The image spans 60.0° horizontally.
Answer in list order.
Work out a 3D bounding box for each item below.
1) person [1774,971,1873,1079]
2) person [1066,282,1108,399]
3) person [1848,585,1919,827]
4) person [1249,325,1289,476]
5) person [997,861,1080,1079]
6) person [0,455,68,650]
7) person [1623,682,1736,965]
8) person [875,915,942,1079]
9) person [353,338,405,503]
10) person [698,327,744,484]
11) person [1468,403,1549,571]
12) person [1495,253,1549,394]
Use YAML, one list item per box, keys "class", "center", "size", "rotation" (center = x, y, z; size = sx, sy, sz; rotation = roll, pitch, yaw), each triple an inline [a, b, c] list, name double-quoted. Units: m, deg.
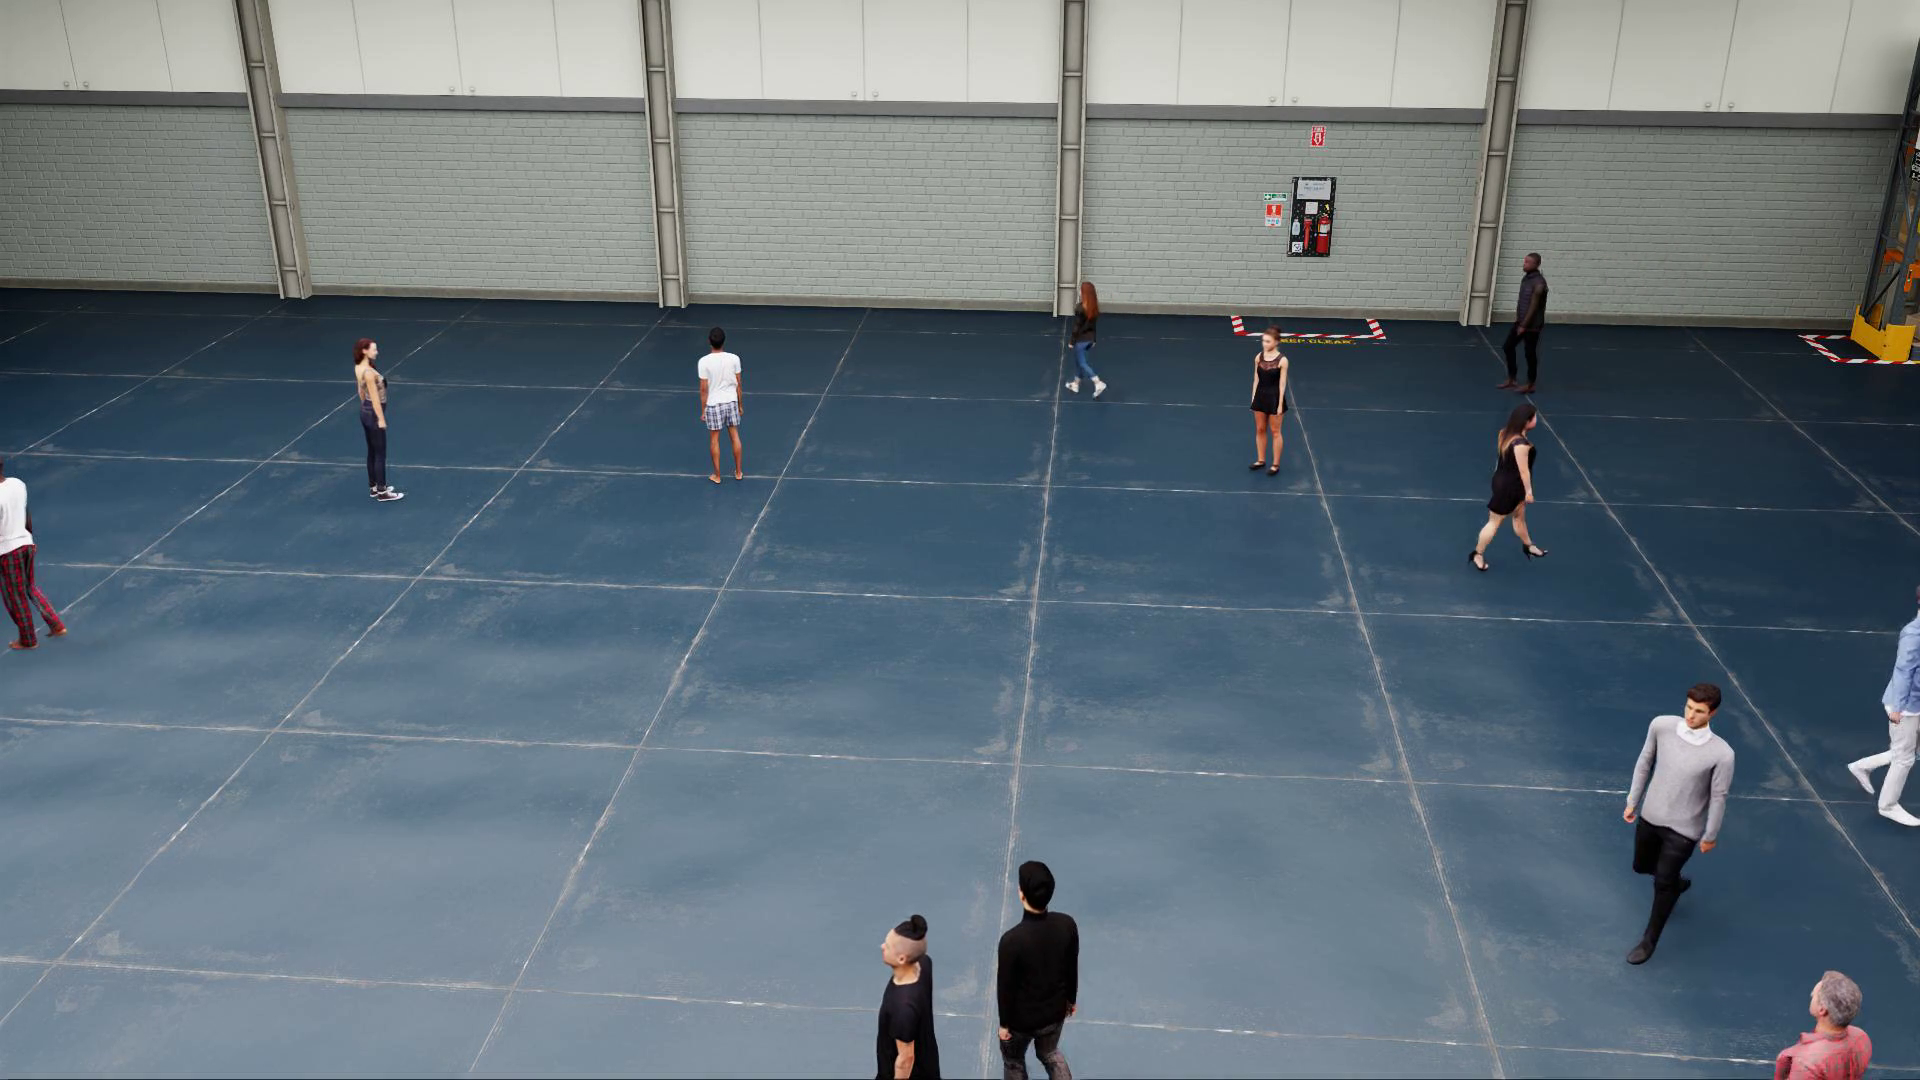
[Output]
- class: "person"
  center: [4.050, 2.890, 7.878]
  size: [0.960, 1.814, 0.997]
  rotation: [-12, 26, -26]
- class: "person"
  center: [1.618, -2.522, 21.053]
  size: [0.993, 1.463, 0.848]
  rotation: [17, 28, 34]
- class: "person"
  center: [6.762, 1.119, 11.957]
  size: [0.902, 1.882, 0.967]
  rotation: [-20, 30, -39]
- class: "person"
  center: [3.457, -1.569, 18.535]
  size: [0.672, 1.680, 0.751]
  rotation: [20, 30, 38]
- class: "person"
  center: [0.433, 2.520, 8.886]
  size: [0.993, 1.707, 0.999]
  rotation: [-13, 26, -27]
- class: "person"
  center: [-8.176, 0.094, 14.429]
  size: [0.684, 1.833, 0.695]
  rotation: [4, 23, 8]
- class: "person"
  center: [4.543, 1.726, 10.496]
  size: [1.203, 1.908, 1.108]
  rotation: [-15, 27, -32]
- class: "person"
  center: [-0.258, 2.653, 8.375]
  size: [0.569, 1.862, 0.682]
  rotation: [3, 23, 7]
- class: "person"
  center: [-6.279, -1.294, 17.774]
  size: [0.737, 1.770, 0.692]
  rotation: [-15, 28, -32]
- class: "person"
  center: [-2.620, -1.480, 18.257]
  size: [0.619, 1.733, 0.756]
  rotation: [-8, 24, -19]
- class: "person"
  center: [5.179, -0.474, 15.960]
  size: [1.035, 1.679, 0.712]
  rotation: [0, 23, 0]
- class: "person"
  center: [7.297, -2.731, 21.092]
  size: [0.797, 1.817, 0.780]
  rotation: [-4, 23, -8]
